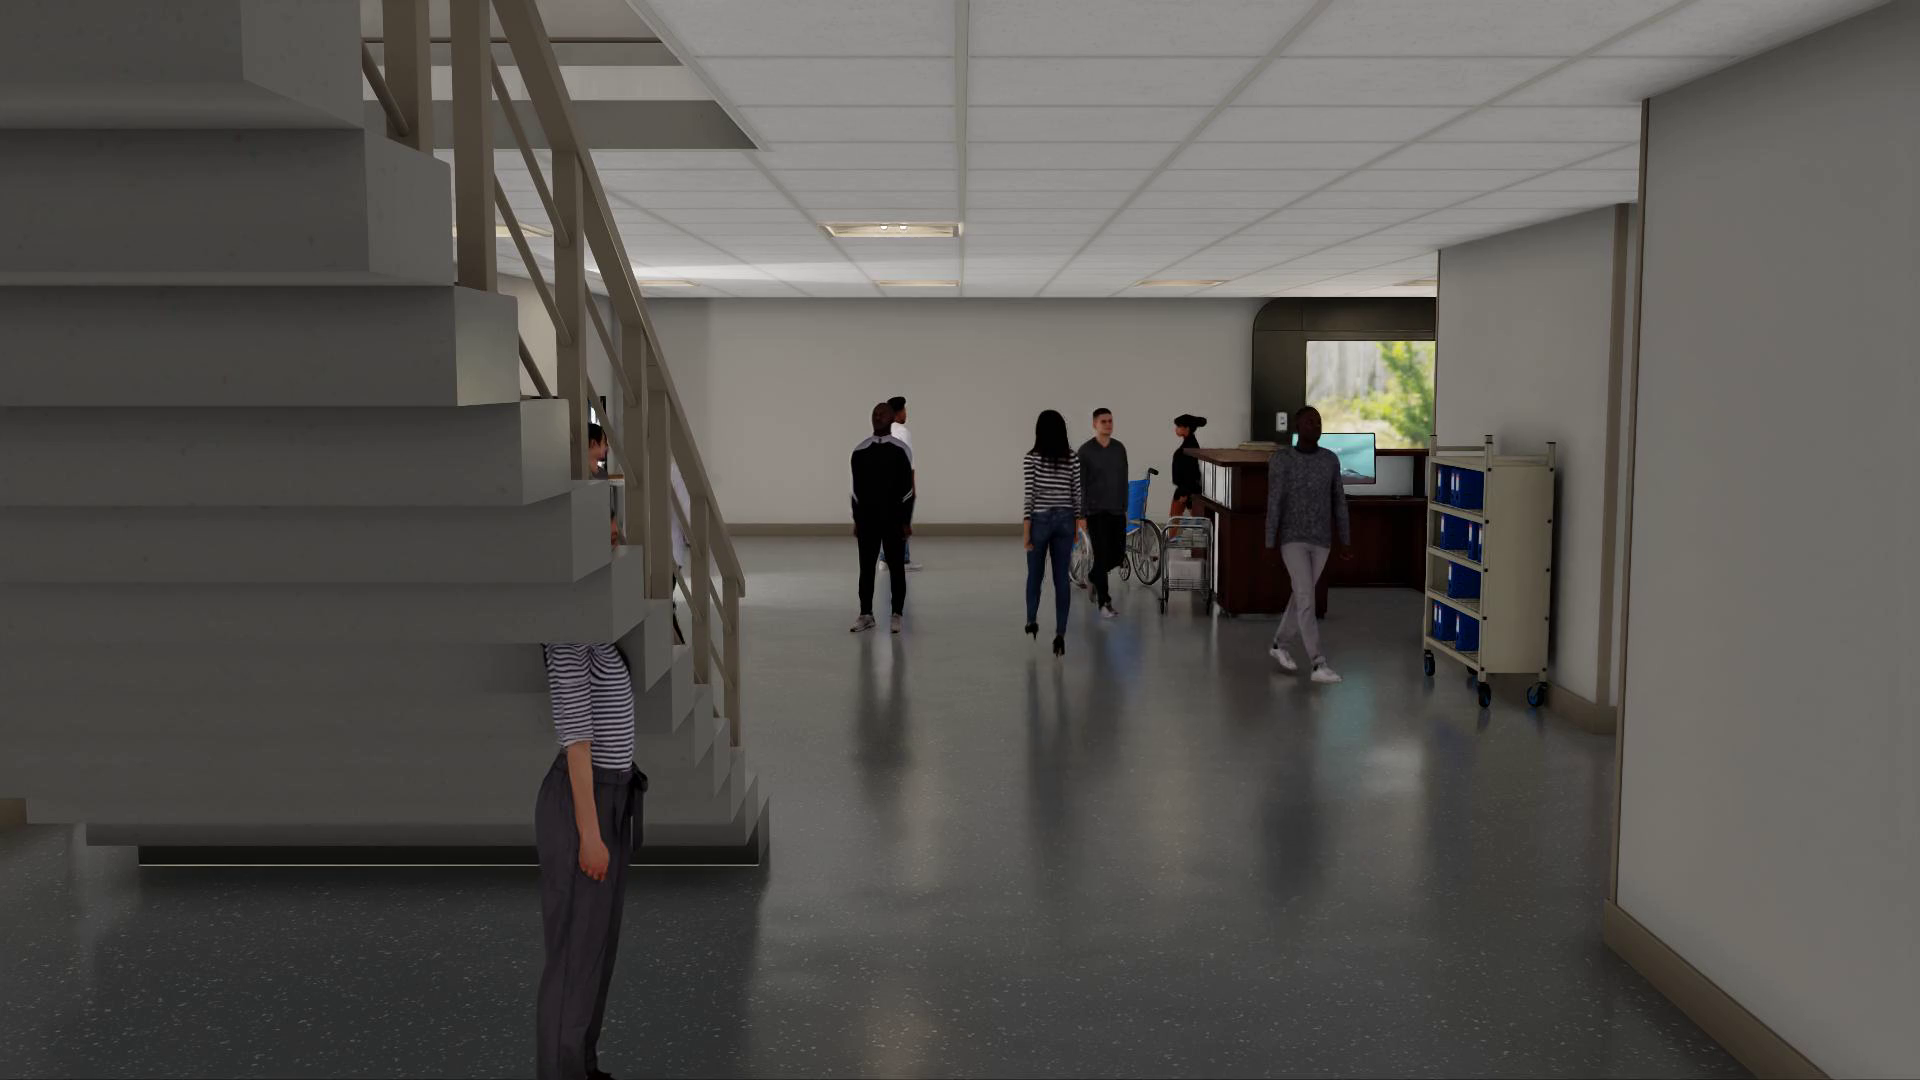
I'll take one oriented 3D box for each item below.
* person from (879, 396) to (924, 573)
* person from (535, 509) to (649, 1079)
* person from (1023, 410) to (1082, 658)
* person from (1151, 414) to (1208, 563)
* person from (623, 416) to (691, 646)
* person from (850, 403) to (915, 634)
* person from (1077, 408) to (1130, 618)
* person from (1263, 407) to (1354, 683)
[{"bbox_3d":[-0.669,-0.590,17.304,0.734,1.816,0.792,6,8,45],"label":"person"},{"bbox_3d":[-1.029,0.742,4.484,0.663,1.732,0.461,0,6,-3],"label":"person"},{"bbox_3d":[0.678,-0.017,11.934,0.677,1.750,1.112,-1,6,-7],"label":"person"},{"bbox_3d":[2.420,-0.442,16.945,0.724,1.592,0.988,1,6,7],"label":"person"},{"bbox_3d":[-1.994,0.098,10.718,0.993,1.764,1.187,3,7,29],"label":"person"},{"bbox_3d":[-0.617,-0.193,13.294,0.701,1.828,0.633,1,6,13],"label":"person"},{"bbox_3d":[1.199,-0.233,14.087,0.836,1.749,1.030,-2,6,-21],"label":"person"},{"bbox_3d":[2.270,0.038,11.155,0.988,1.796,1.309,-2,6,-19],"label":"person"}]
